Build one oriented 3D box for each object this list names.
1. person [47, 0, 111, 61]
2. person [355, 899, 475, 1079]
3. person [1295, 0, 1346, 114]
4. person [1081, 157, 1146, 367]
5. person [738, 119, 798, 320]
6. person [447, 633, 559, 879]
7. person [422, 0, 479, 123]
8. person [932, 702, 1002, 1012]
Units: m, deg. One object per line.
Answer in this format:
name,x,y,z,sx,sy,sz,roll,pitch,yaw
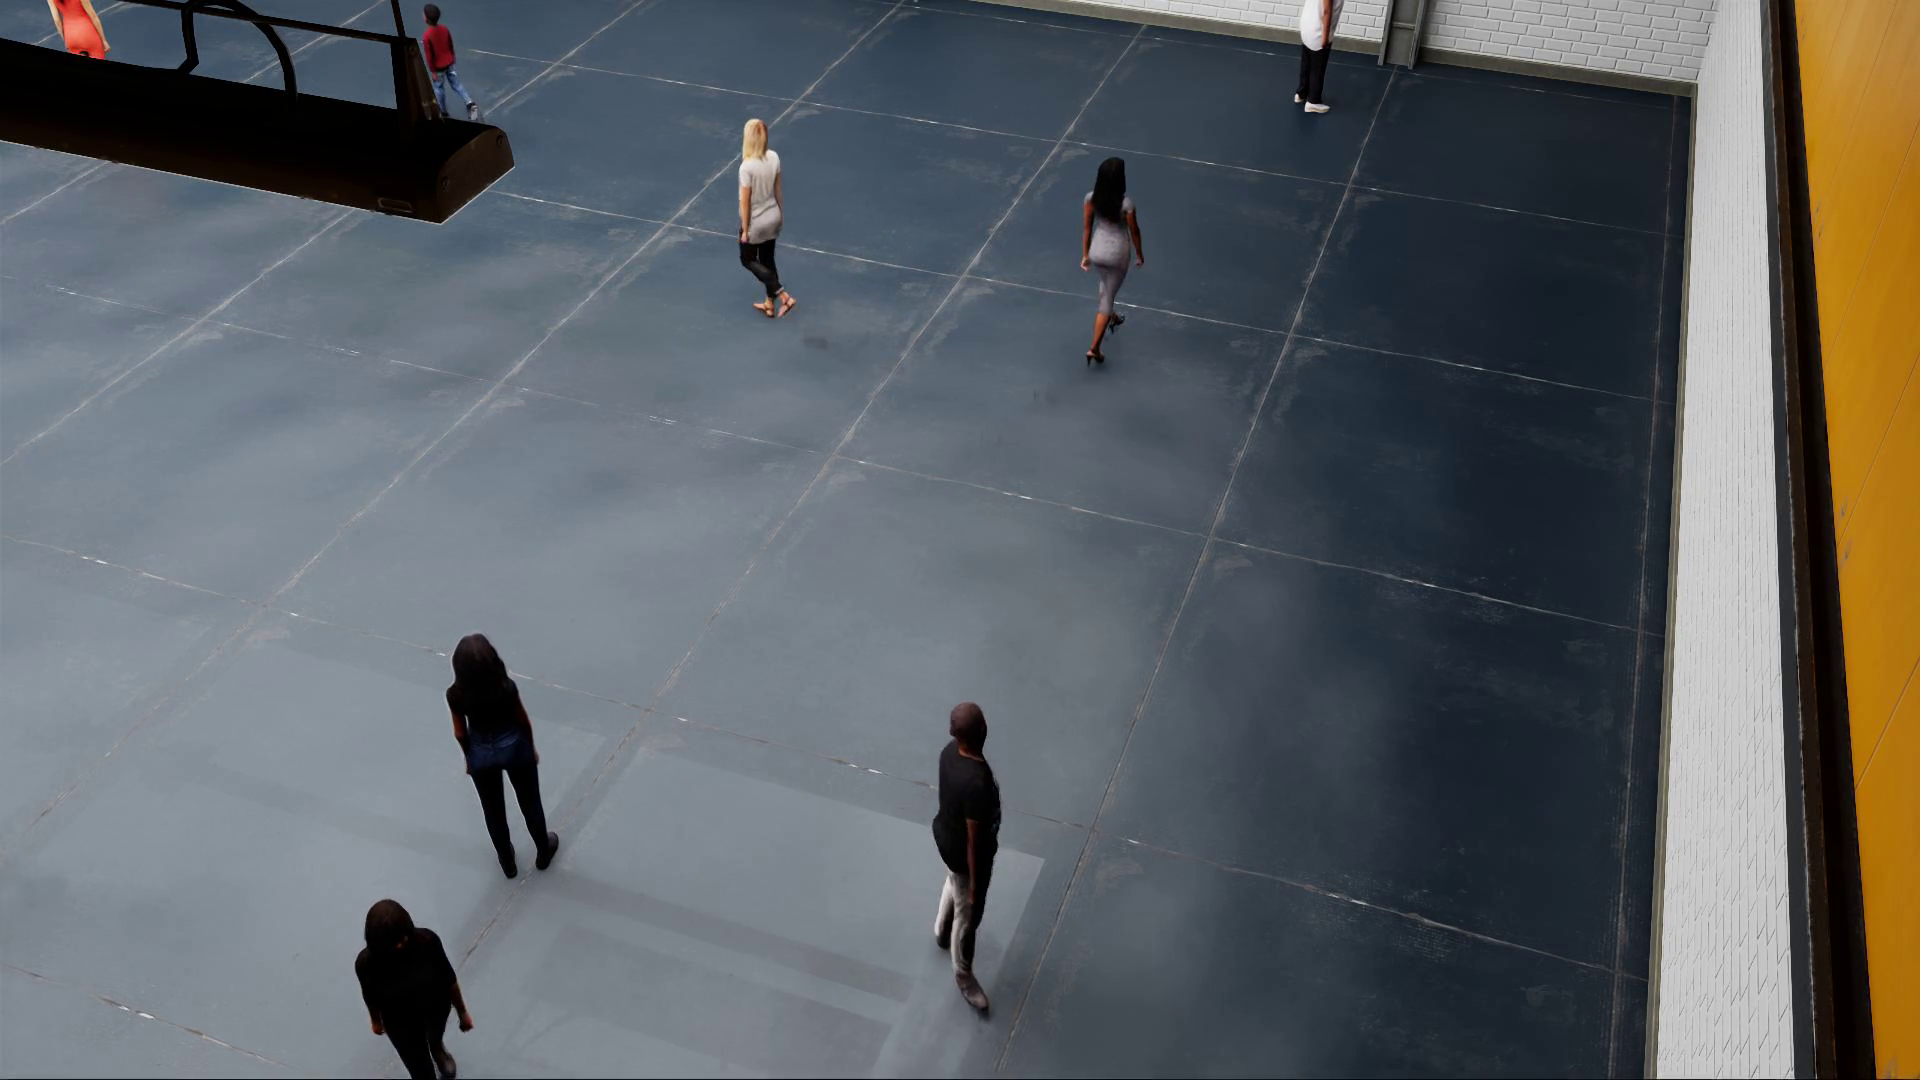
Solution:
person,-9.108,-5.199,17.267,0.606,1.719,0.723,-4,39,-5
person,-2.652,2.219,8.075,0.977,1.600,1.119,-22,43,-25
person,3.796,-5.381,17.521,0.783,1.687,0.760,-7,39,-8
person,1.166,-2.213,13.505,0.993,1.749,0.806,23,44,26
person,-1.600,-2.636,13.980,0.880,1.816,0.751,26,45,29
person,-2.550,1.209,9.229,0.618,1.737,0.706,-8,39,-10
person,-5.355,-4.949,17.337,0.854,1.241,0.632,24,44,27
person,0.020,1.661,8.634,0.900,1.772,0.951,0,39,0
